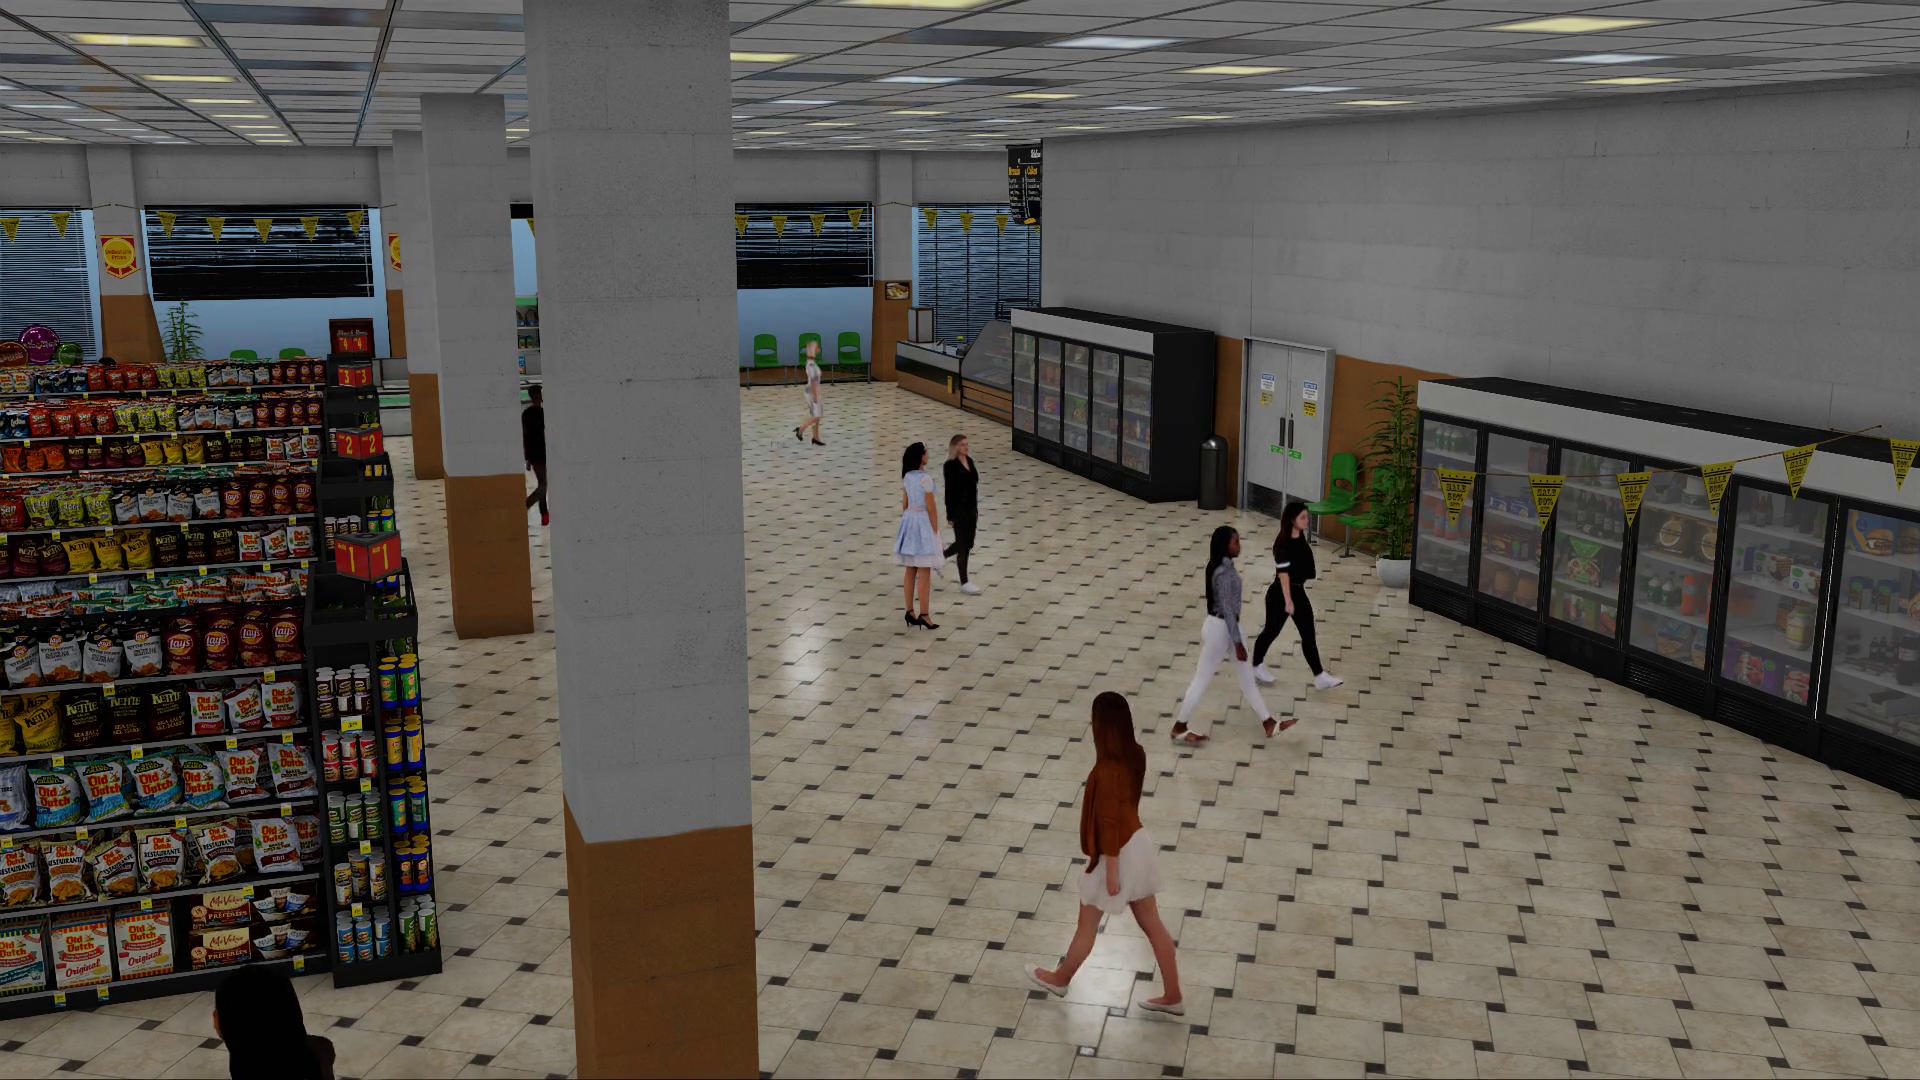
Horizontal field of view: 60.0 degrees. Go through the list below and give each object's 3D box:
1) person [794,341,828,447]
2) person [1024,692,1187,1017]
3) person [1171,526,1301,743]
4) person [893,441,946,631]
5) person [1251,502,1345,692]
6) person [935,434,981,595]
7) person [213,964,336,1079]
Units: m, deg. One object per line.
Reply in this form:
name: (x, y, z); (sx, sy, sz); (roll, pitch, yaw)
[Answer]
person: (-2.486, -2.392, 27.339); (0.822, 1.740, 0.666); (-1, 12, -7)
person: (0.893, 1.630, 8.397); (1.122, 1.675, 1.116); (7, 14, 30)
person: (1.880, 0.759, 12.548); (1.250, 1.670, 1.059); (3, 12, 13)
person: (-0.393, -0.045, 16.005); (0.844, 1.819, 0.809); (-10, 16, -40)
person: (2.696, 0.489, 14.024); (1.054, 1.589, 1.132); (9, 15, 38)
person: (-0.052, -0.278, 17.478); (0.965, 1.666, 0.961); (8, 15, 35)
person: (-2.061, 2.213, 5.258); (0.769, 1.828, 0.750); (1, 12, 3)
